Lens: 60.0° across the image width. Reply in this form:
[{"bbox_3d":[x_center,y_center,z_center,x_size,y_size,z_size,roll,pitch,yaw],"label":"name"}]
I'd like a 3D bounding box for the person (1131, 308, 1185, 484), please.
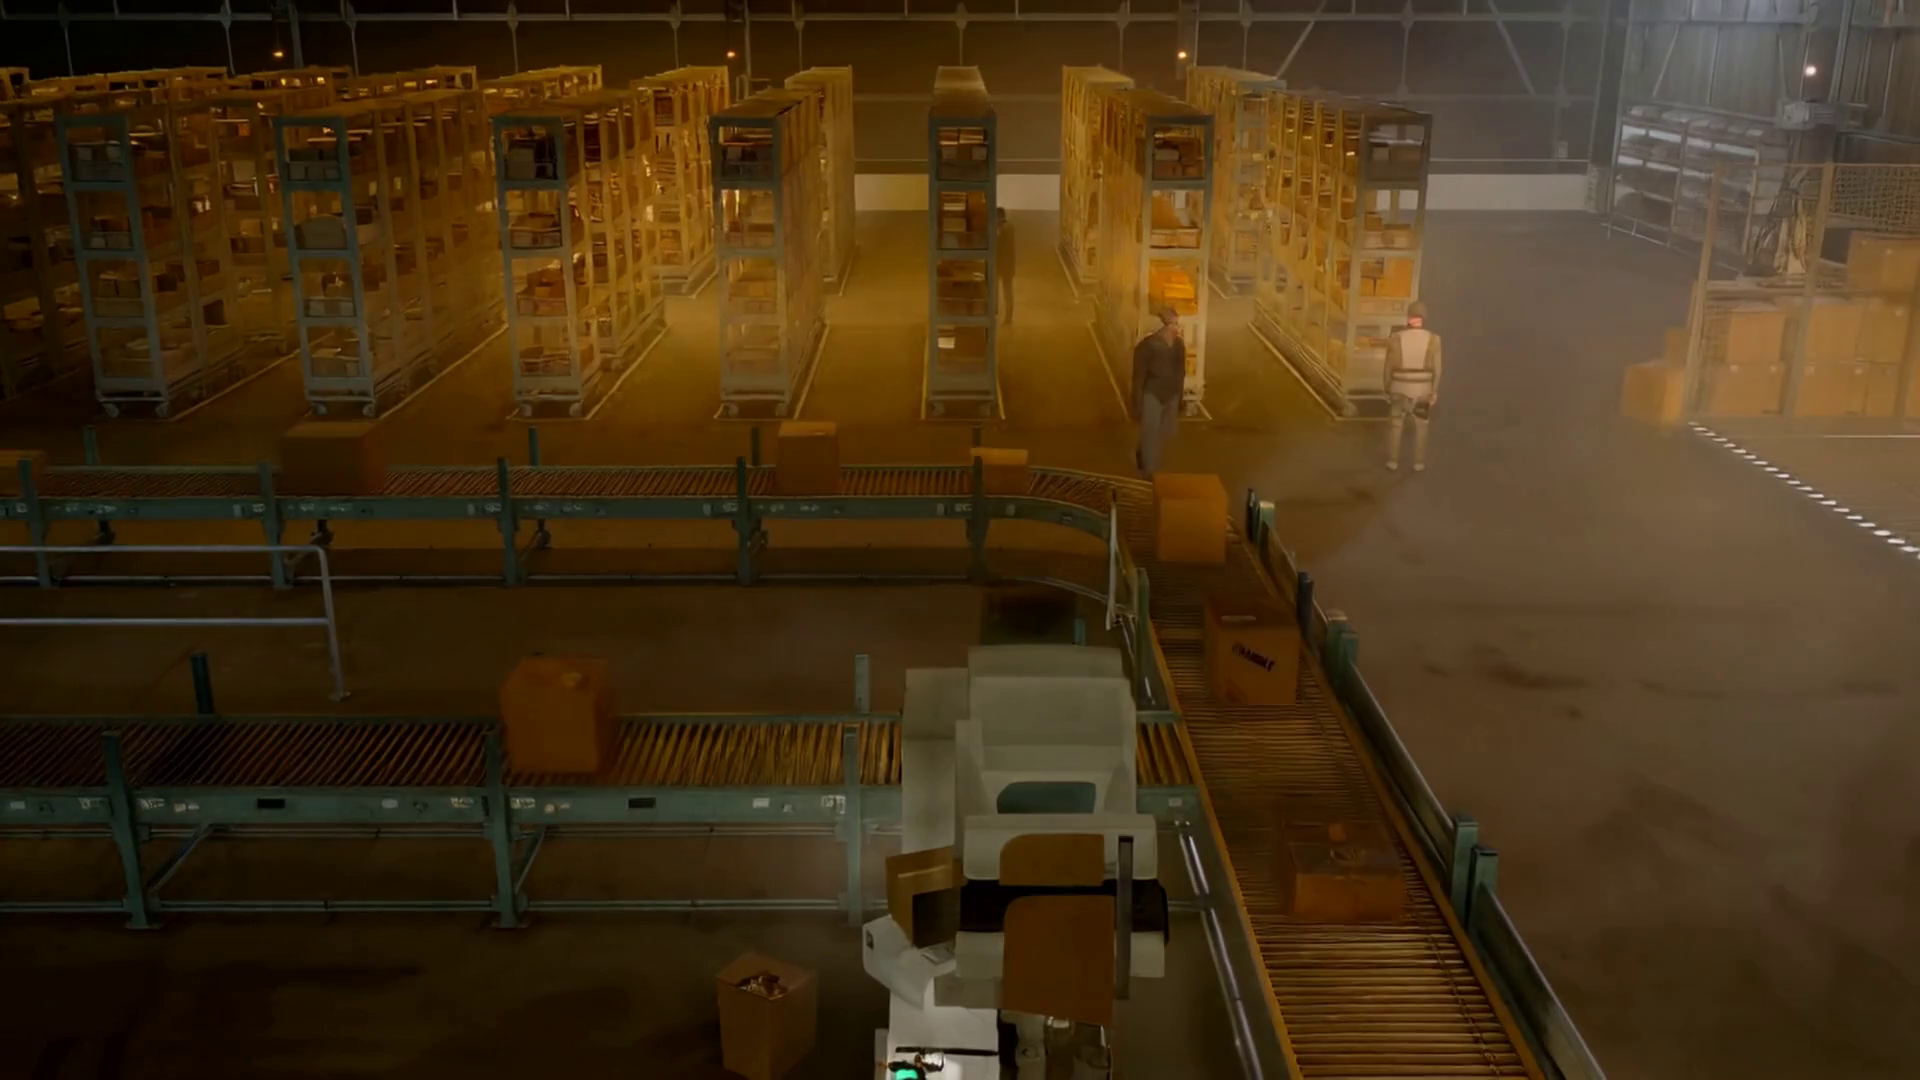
[{"bbox_3d":[1.990,-1.469,17.097,0.670,1.895,0.608,-14,22,-36],"label":"person"}]

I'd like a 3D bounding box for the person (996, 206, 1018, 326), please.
[{"bbox_3d":[0.642,-4.255,25.786,0.574,1.831,0.398,11,21,31],"label":"person"}]

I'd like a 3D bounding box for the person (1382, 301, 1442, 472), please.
[{"bbox_3d":[4.795,-1.627,17.685,0.600,1.829,0.404,3,18,10],"label":"person"}]
